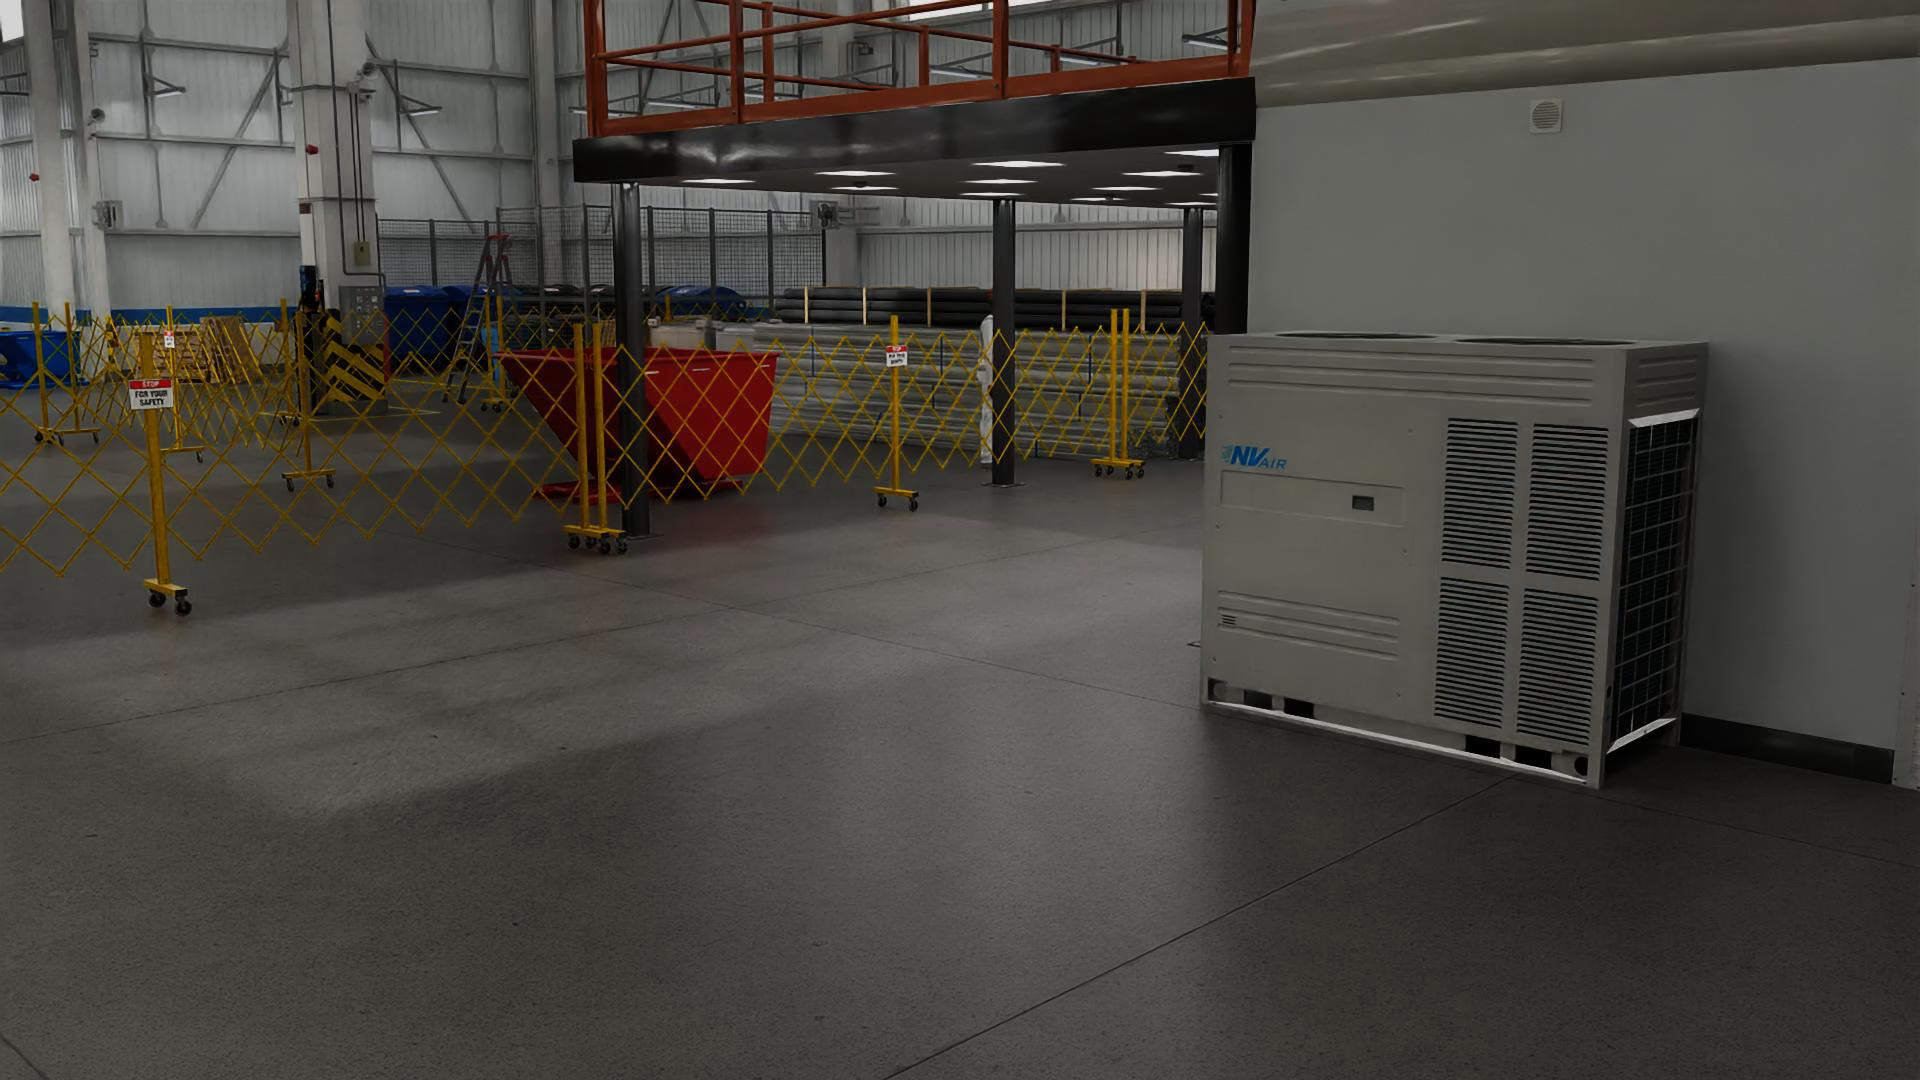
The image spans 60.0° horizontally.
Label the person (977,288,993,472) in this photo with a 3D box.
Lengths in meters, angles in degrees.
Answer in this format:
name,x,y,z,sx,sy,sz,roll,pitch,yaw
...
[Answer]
name,x,y,z,sx,sy,sz,roll,pitch,yaw
person,0.357,-1.634,17.018,0.361,1.882,0.575,2,9,10
